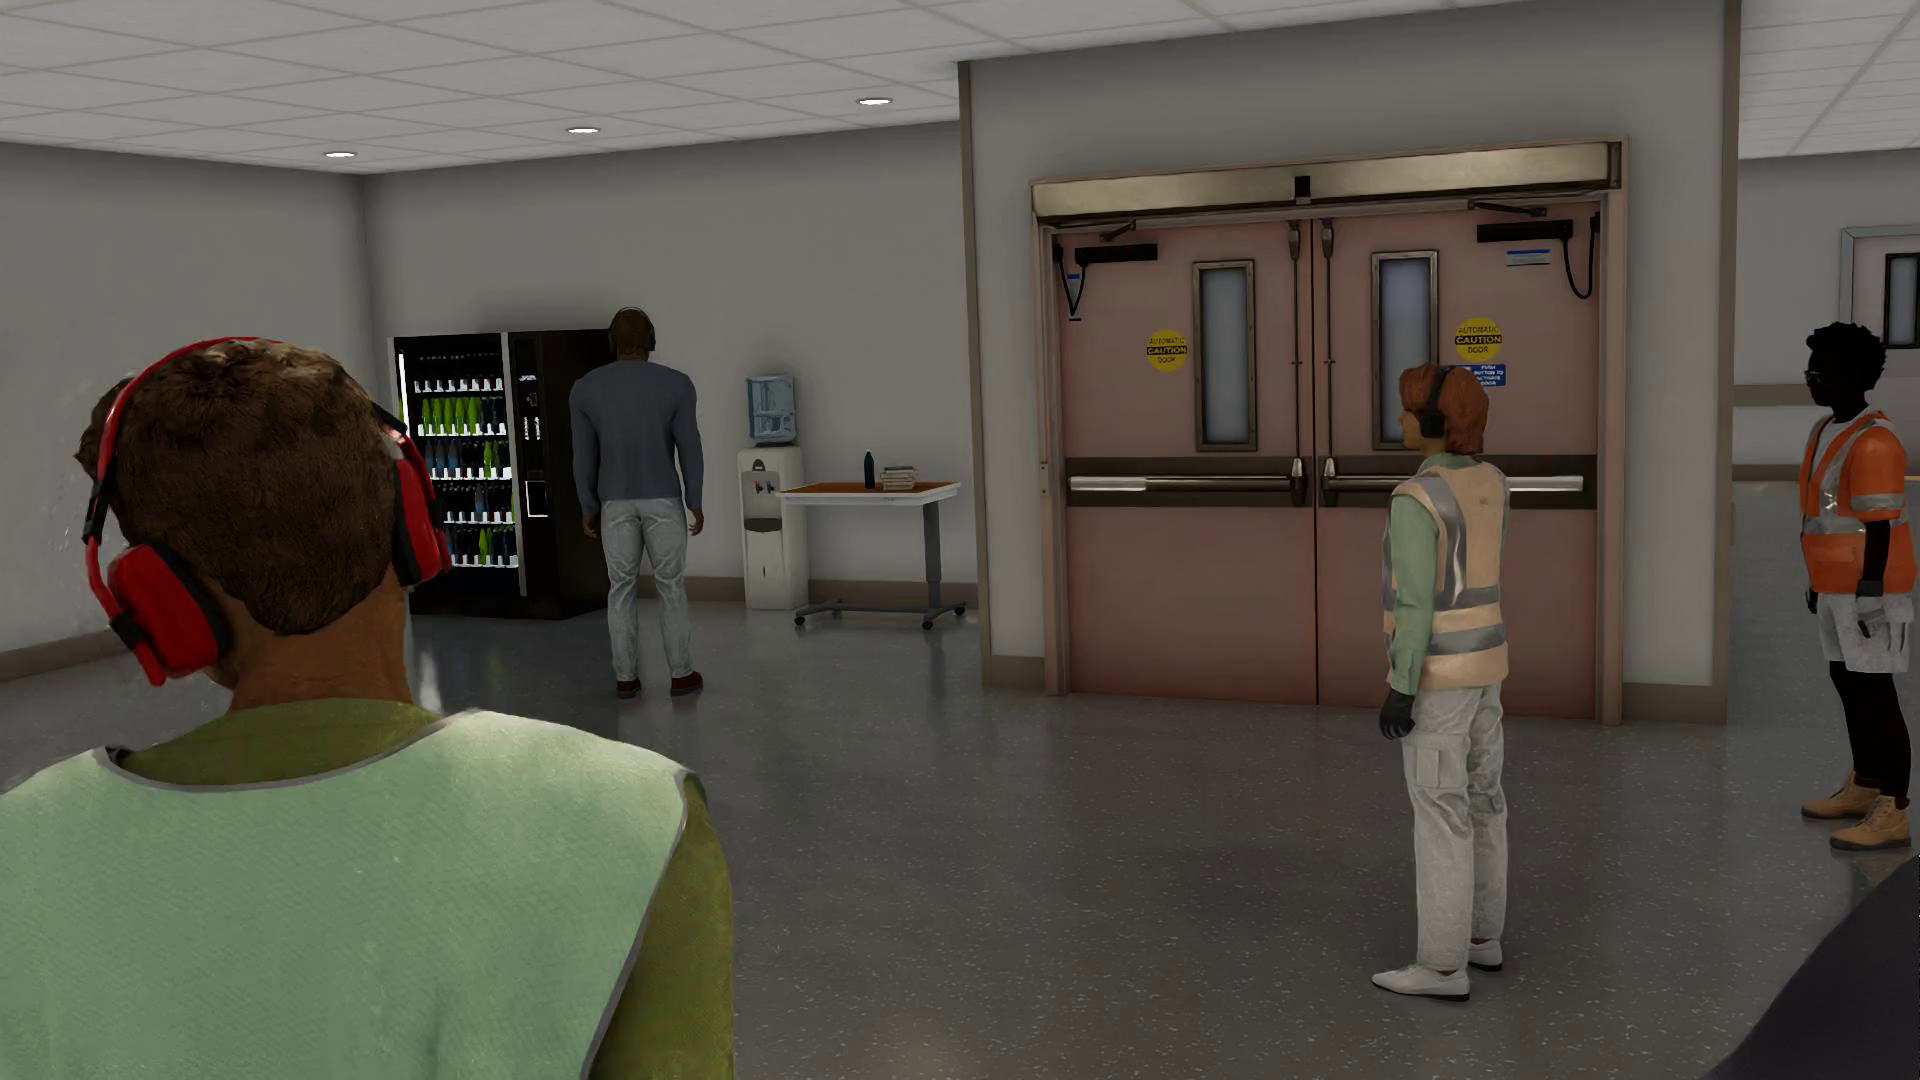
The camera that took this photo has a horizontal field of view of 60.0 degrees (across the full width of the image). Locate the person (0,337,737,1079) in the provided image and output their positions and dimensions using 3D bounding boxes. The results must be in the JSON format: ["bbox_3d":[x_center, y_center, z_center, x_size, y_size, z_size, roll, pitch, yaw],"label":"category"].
[{"bbox_3d":[-0.405,0.750,1.303,0.608,1.796,0.704,-2,7,2],"label":"person"}]

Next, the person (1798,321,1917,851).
[{"bbox_3d":[2.885,0.143,5.367,0.327,1.689,0.545,-1,8,12],"label":"person"}]

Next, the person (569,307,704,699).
[{"bbox_3d":[-1.576,-0.179,8.236,0.638,1.936,0.356,-2,7,-1],"label":"person"}]

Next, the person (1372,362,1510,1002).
[{"bbox_3d":[1.262,0.363,4.316,0.309,1.644,0.516,4,10,41],"label":"person"}]
